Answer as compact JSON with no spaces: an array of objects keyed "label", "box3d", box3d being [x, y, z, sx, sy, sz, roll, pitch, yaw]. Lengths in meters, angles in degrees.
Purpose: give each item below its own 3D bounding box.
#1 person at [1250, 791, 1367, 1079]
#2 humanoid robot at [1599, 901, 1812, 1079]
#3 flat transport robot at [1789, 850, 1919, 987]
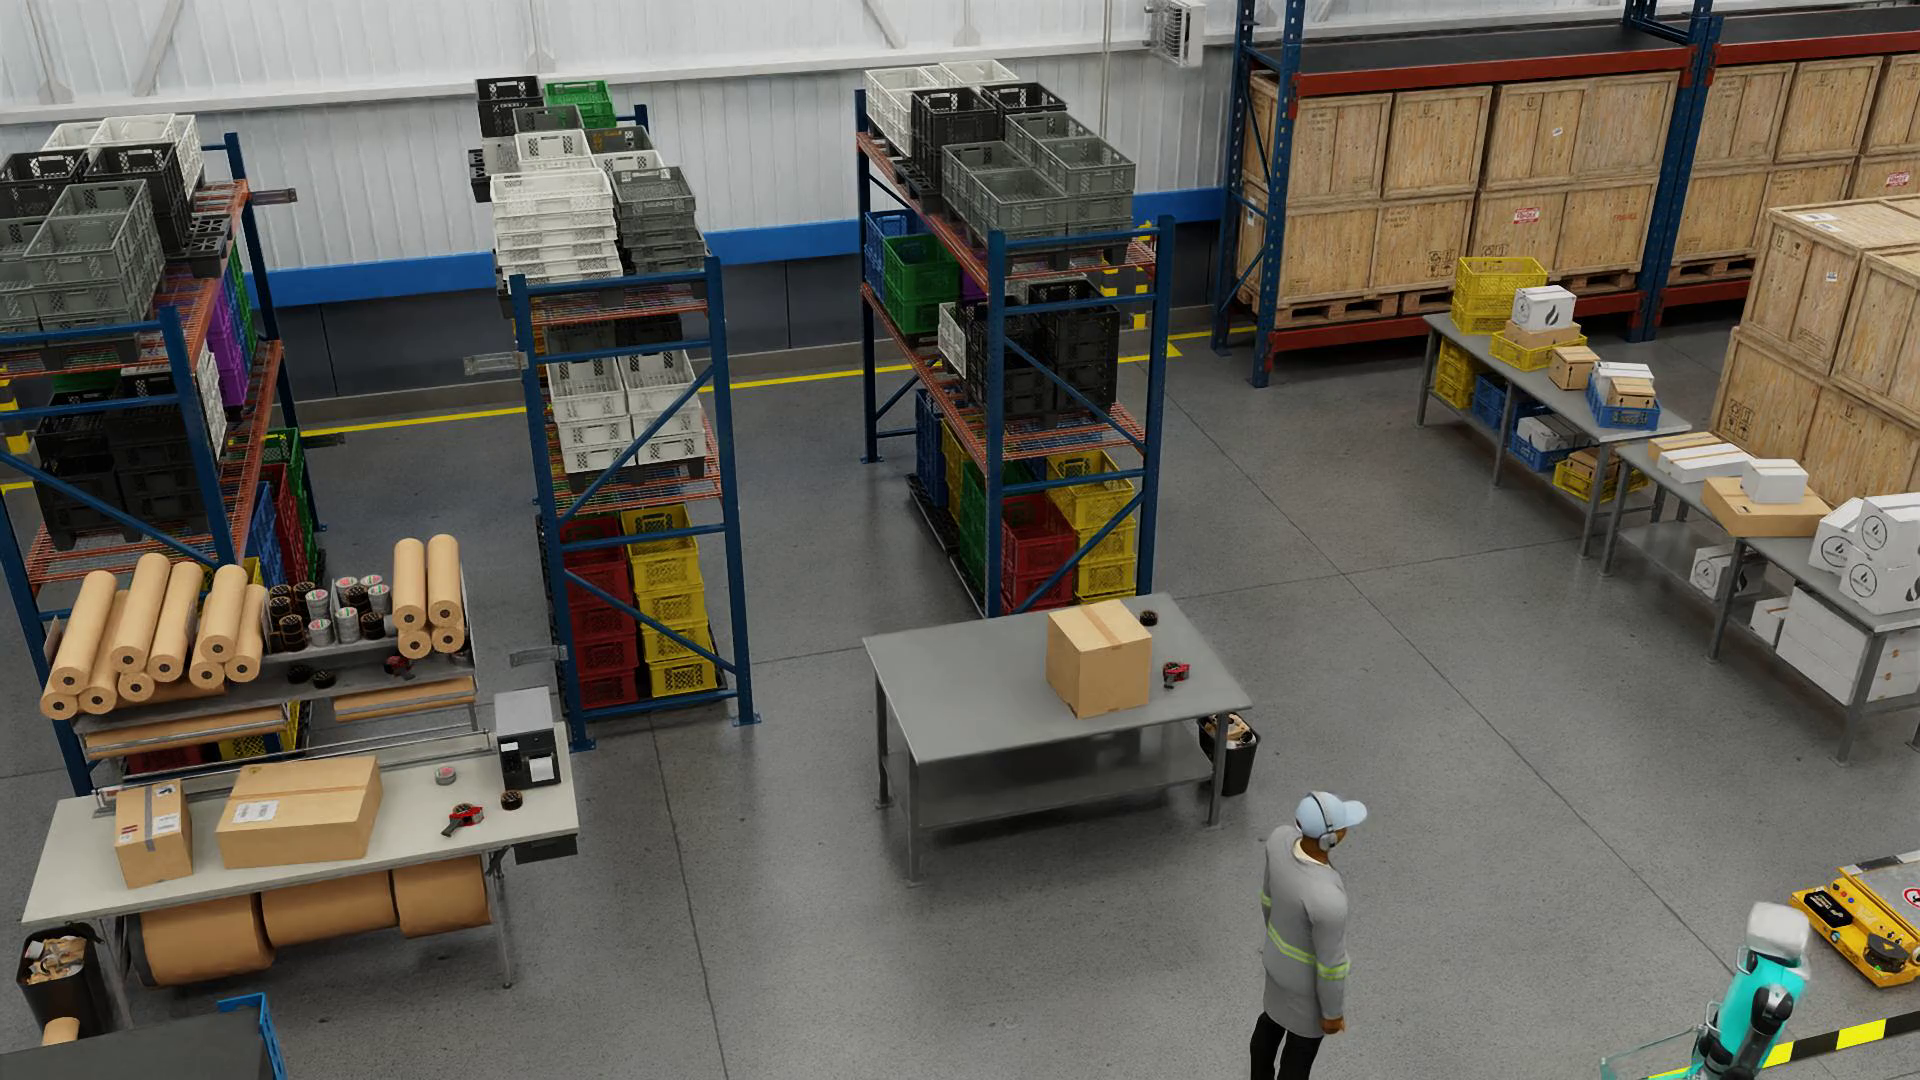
[{"label":"person","box3d":[1.487,1.843,7.164,0.365,1.852,0.589,-9,30,-16]},{"label":"humanoid robot","box3d":[2.859,2.099,6.677,0.735,1.677,0.533,13,31,22]},{"label":"flat transport robot","box3d":[5.163,1.916,8.676,1.431,0.231,0.659,-8,30,-14]}]
